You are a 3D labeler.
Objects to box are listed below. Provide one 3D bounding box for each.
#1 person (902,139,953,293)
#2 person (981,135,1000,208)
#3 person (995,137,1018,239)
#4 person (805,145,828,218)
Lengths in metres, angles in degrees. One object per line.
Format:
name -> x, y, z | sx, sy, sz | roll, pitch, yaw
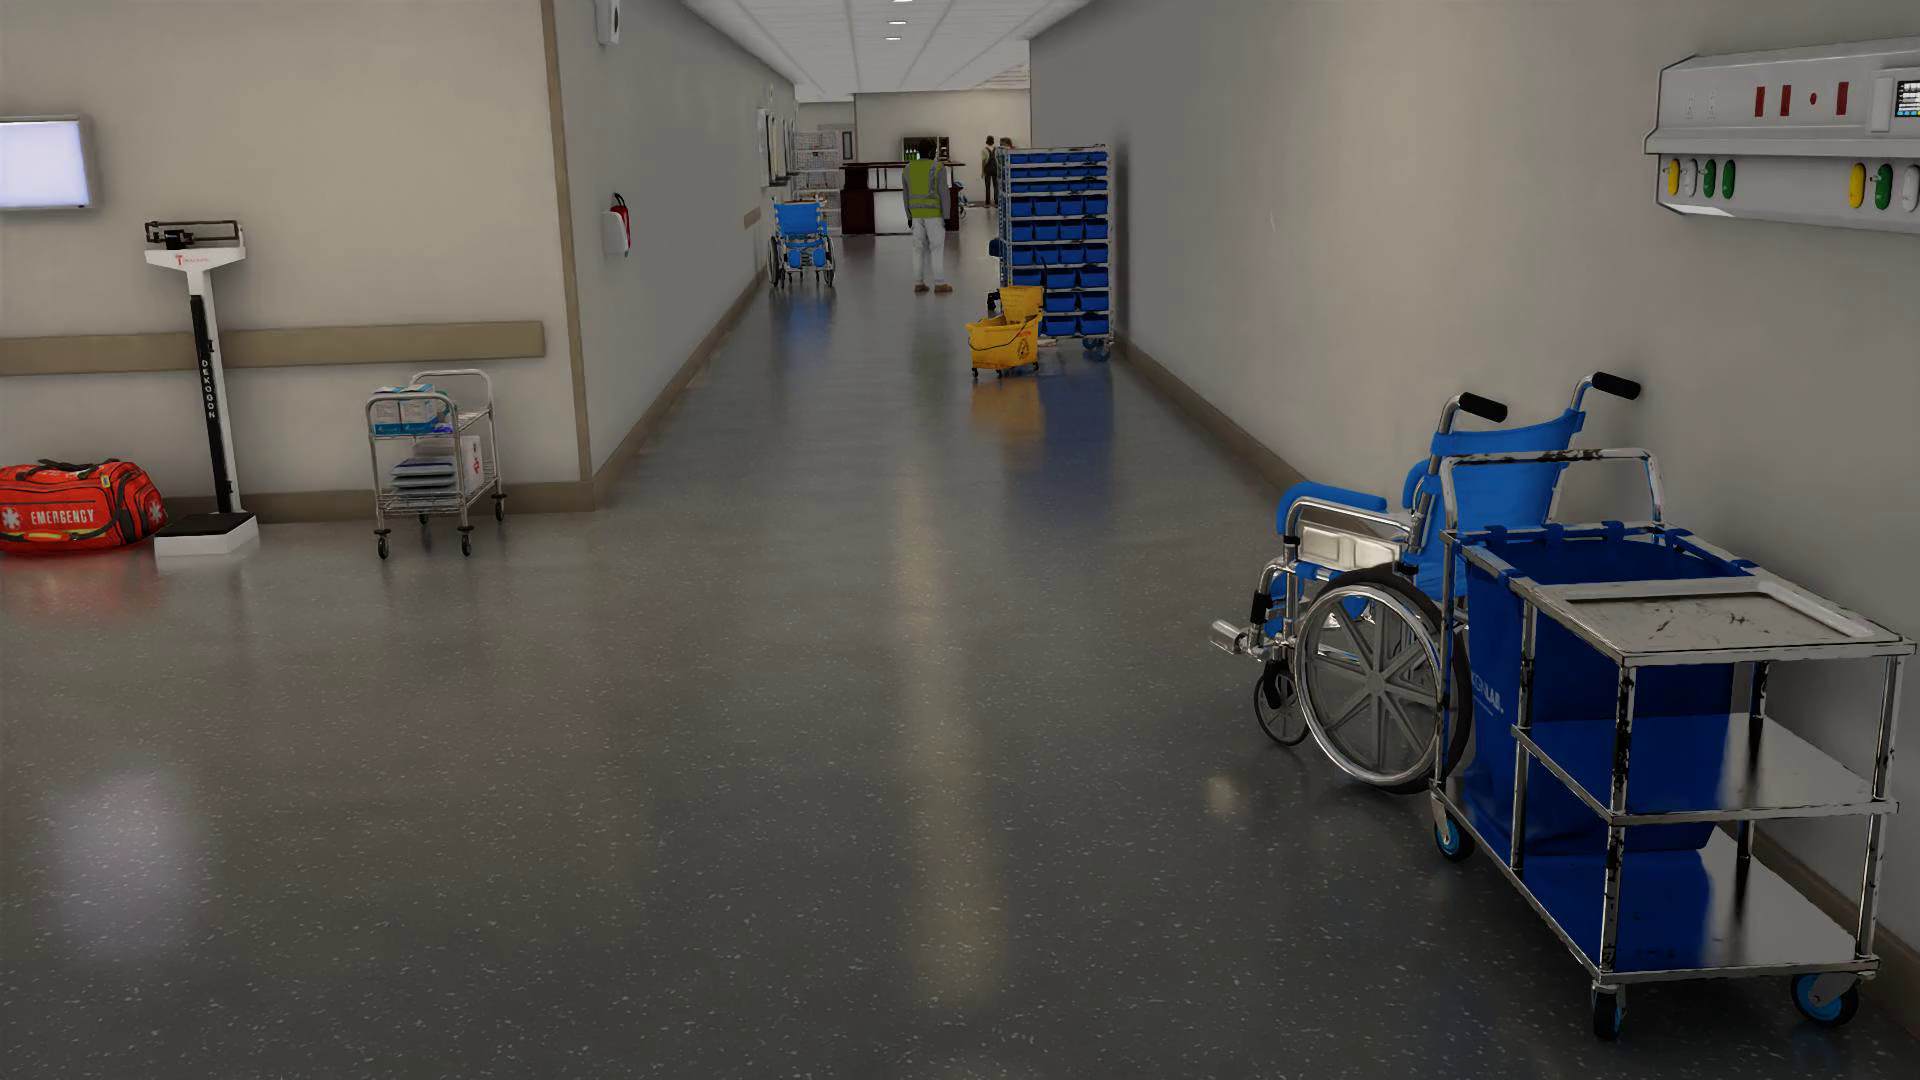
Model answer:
person -> -0.375, -3.926, 20.181 | 0.633, 1.841, 0.429 | 7, 16, 31
person -> 0.797, -9.488, 42.887 | 0.513, 1.845, 0.334 | -6, 14, -16
person -> 0.892, -6.262, 29.682 | 0.488, 1.822, 0.602 | -7, 15, -20
person -> -3.471, -8.703, 40.387 | 0.563, 1.742, 0.361 | -2, 14, -3
